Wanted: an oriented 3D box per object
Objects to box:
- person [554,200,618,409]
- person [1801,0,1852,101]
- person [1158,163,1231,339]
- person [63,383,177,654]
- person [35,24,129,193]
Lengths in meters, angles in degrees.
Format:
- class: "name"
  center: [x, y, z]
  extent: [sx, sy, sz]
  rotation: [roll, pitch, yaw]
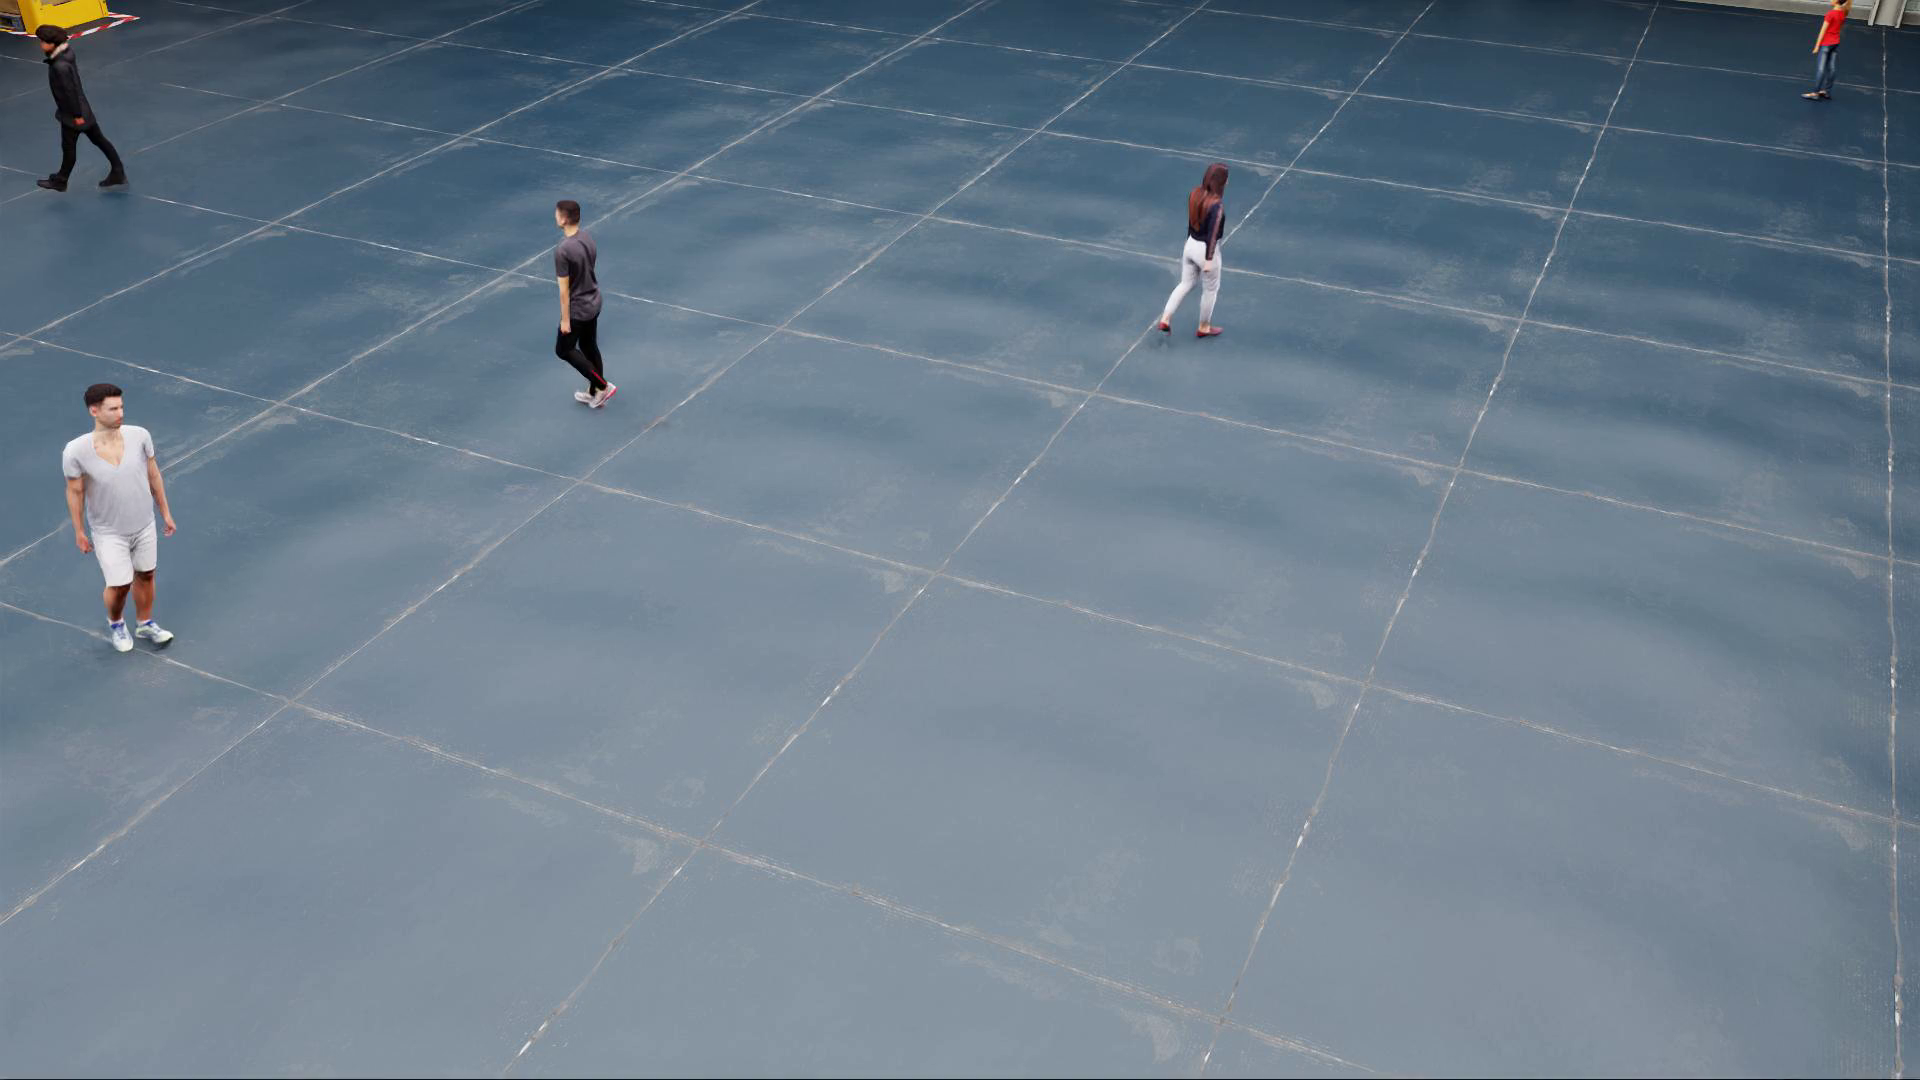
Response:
- class: "person"
  center: [-2.925, -1.808, 13.114]
  extent: [0.720, 1.752, 0.688]
  rotation: [10, 34, 15]
- class: "person"
  center: [10.576, -6.022, 20.212]
  extent: [0.560, 1.305, 0.611]
  rotation: [-14, 35, -21]
- class: "person"
  center: [2.038, -2.449, 14.286]
  extent: [0.937, 1.584, 0.896]
  rotation: [-16, 36, -23]
- class: "person"
  center: [-5.266, -0.130, 10.382]
  extent: [0.801, 1.828, 0.754]
  rotation: [-24, 39, -33]
- class: "person"
  center: [-9.148, -4.477, 17.368]
  extent: [1.159, 1.726, 1.082]
  rotation: [-10, 34, -15]
